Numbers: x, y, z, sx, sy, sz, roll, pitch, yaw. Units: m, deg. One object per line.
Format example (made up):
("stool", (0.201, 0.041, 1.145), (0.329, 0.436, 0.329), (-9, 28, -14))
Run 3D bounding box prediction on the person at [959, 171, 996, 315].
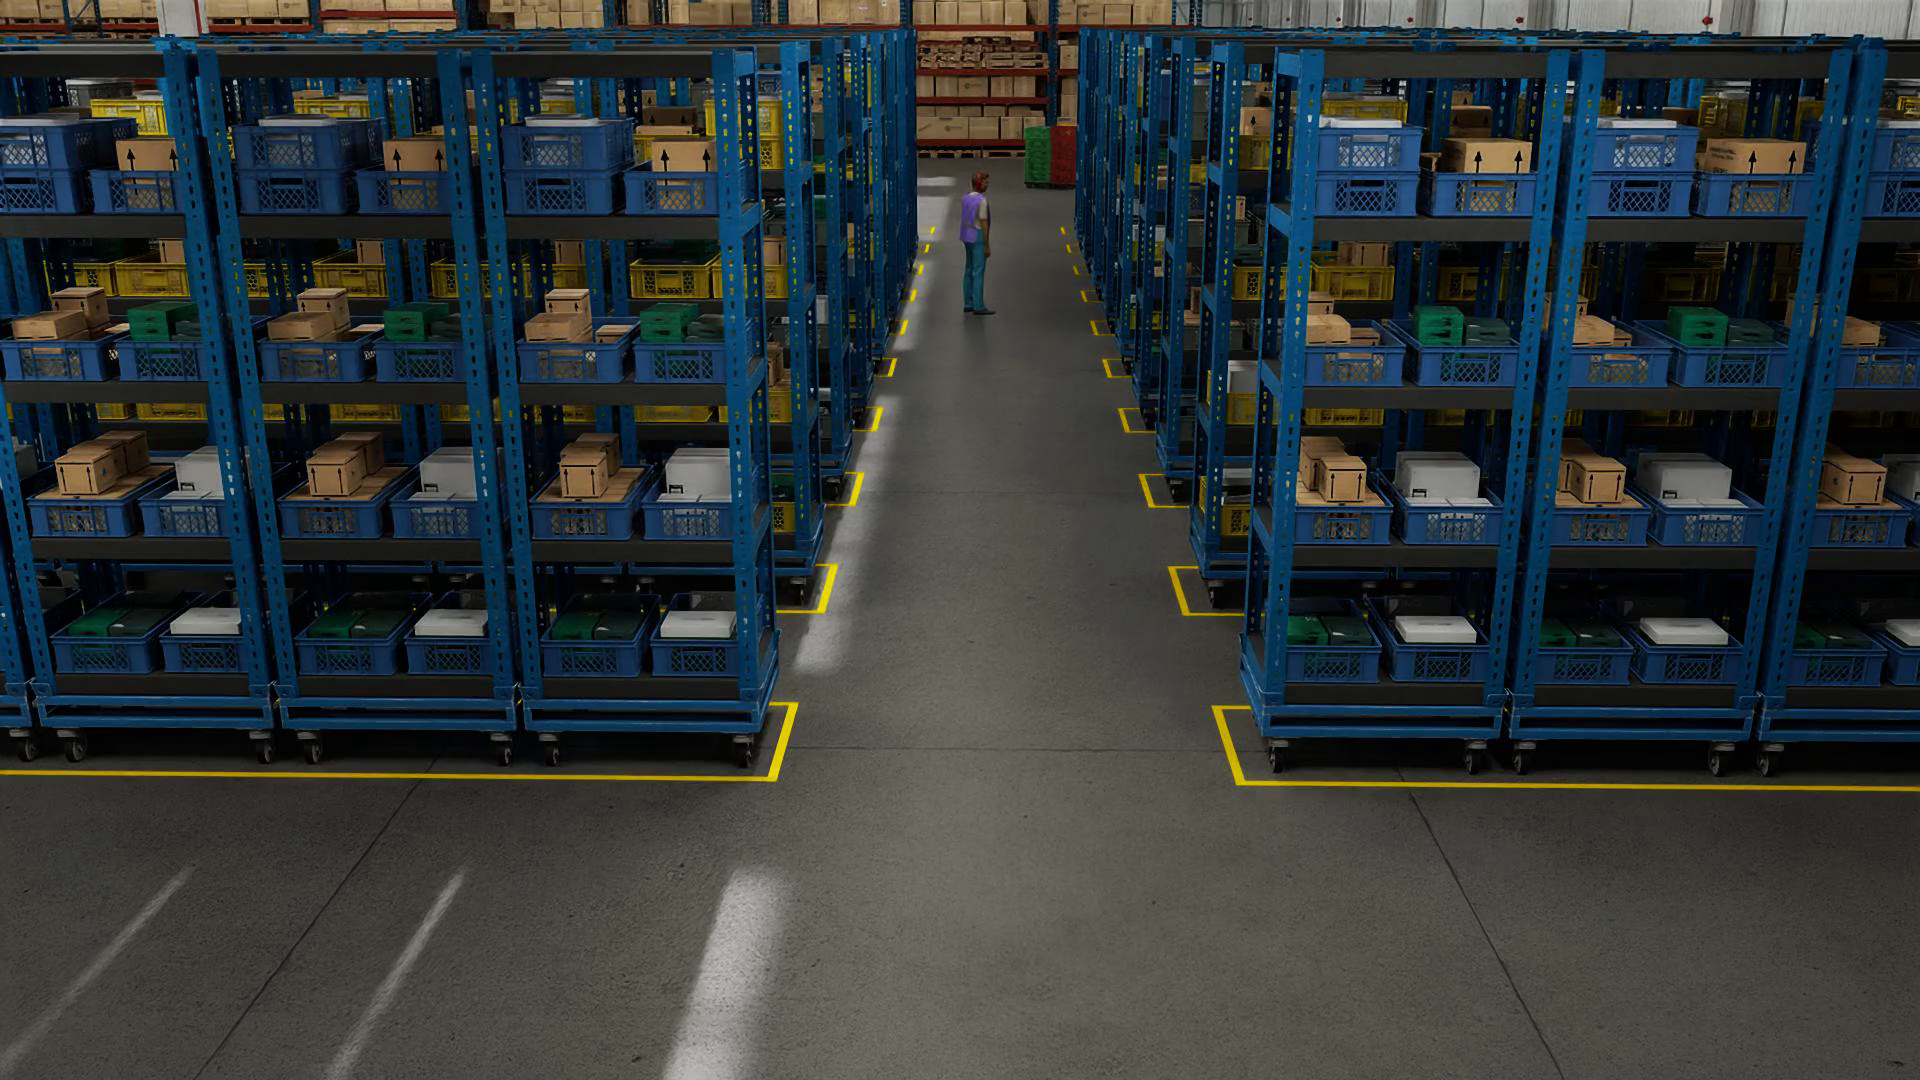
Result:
("person", (0.200, -3.858, 21.647), (0.388, 1.837, 0.563), (-9, 20, -27))
